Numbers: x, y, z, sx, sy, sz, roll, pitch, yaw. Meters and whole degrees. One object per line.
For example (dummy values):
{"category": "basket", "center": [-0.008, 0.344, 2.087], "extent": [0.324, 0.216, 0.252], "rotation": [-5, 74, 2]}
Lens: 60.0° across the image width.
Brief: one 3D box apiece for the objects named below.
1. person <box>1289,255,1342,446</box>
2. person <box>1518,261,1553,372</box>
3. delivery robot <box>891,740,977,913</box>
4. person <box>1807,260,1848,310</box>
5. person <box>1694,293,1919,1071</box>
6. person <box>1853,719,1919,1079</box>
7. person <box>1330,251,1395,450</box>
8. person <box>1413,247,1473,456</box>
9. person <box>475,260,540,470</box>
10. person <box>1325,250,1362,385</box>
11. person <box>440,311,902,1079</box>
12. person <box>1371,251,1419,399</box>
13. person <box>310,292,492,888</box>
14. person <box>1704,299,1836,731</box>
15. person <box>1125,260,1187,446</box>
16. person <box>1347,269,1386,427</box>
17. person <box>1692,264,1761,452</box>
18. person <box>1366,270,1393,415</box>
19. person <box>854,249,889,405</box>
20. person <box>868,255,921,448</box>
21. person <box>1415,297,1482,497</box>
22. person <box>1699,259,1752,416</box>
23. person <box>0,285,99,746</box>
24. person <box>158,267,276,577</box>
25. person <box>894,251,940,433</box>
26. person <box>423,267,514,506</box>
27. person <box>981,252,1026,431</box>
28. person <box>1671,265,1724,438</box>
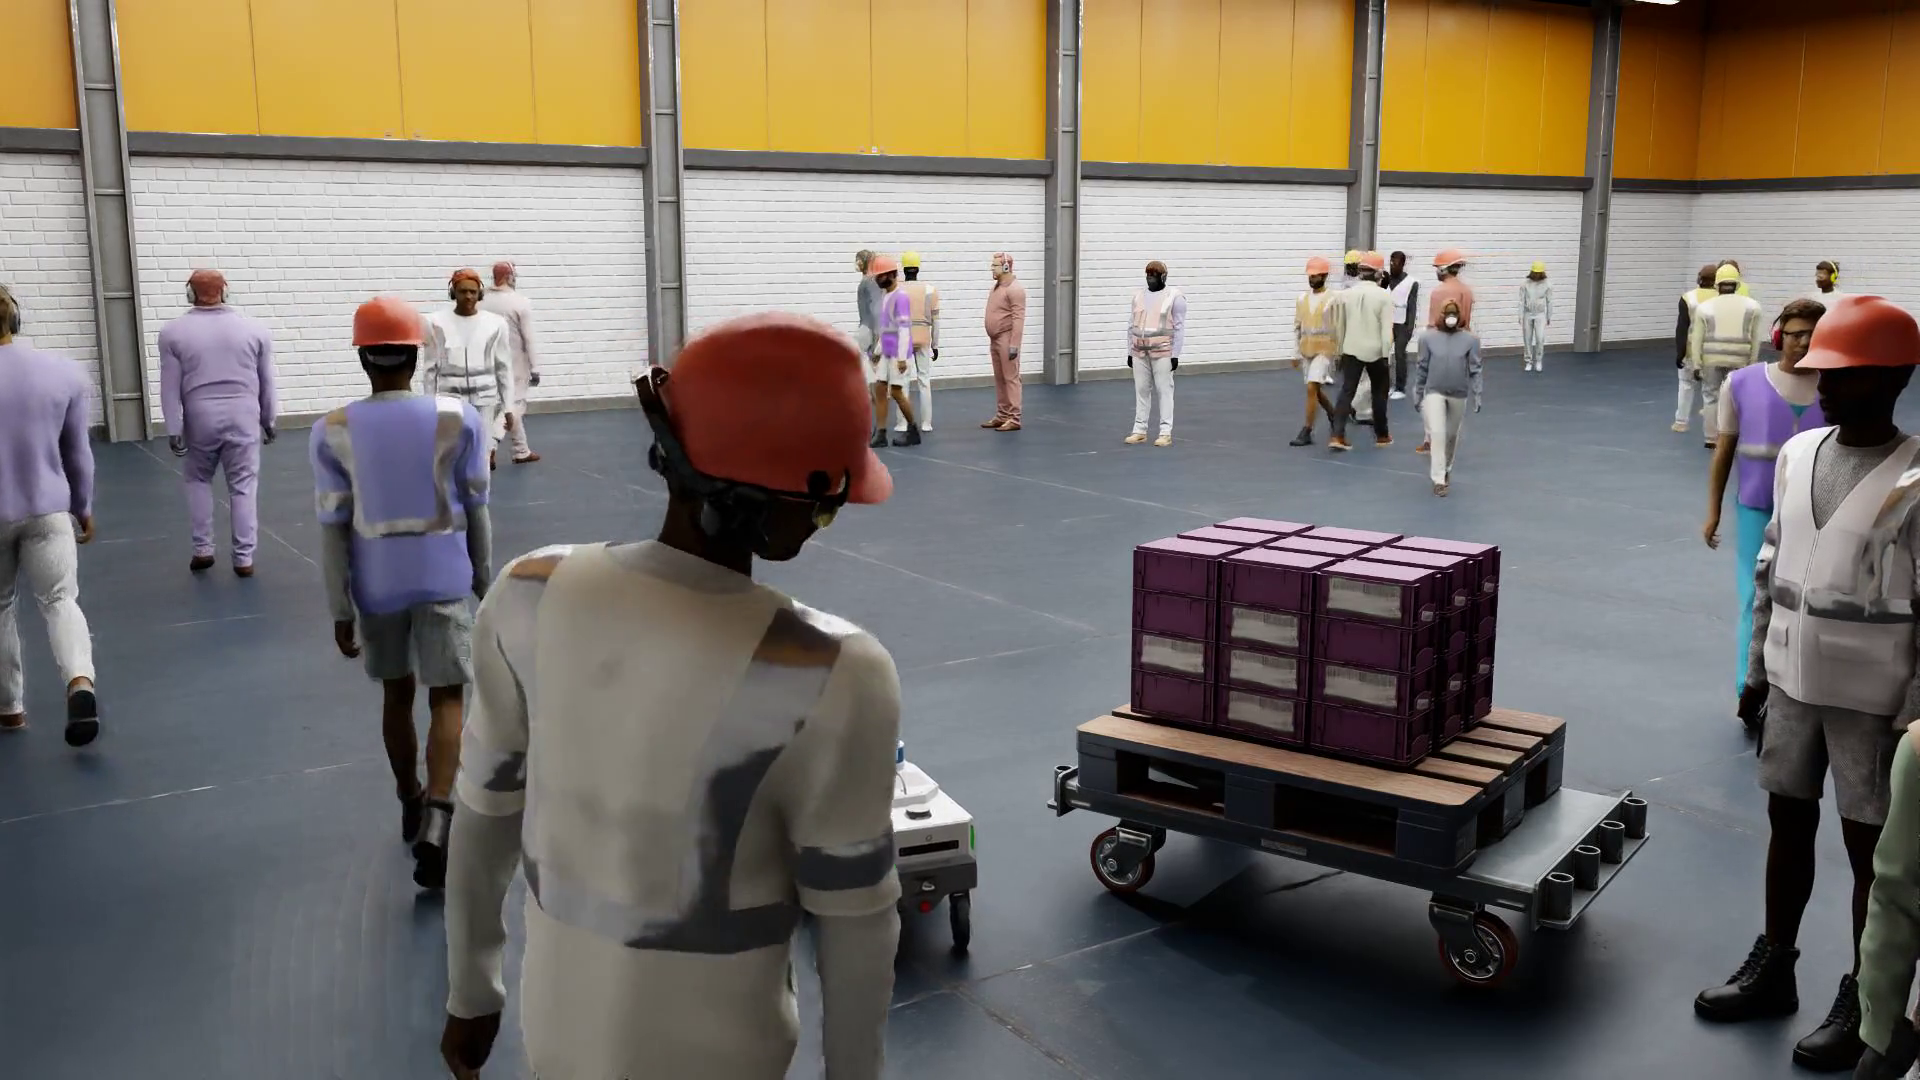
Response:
{"category": "person", "center": [3.651, -1.909, 16.757], "extent": [0.901, 1.908, 0.545], "rotation": [-9, 14, -41]}
{"category": "person", "center": [8.854, -3.440, 25.664], "extent": [0.495, 1.703, 0.789], "rotation": [4, 11, 22]}
{"category": "delivery robot", "center": [-0.218, 0.847, 5.046], "extent": [0.477, 0.478, 0.707], "rotation": [-4, 11, -22]}
{"category": "person", "center": [8.981, -1.965, 17.222], "extent": [0.754, 1.844, 0.543], "rotation": [-3, 11, -18]}
{"category": "person", "center": [2.199, 0.359, 4.183], "extent": [0.365, 1.939, 0.542], "rotation": [-4, 11, -23]}
{"category": "person", "center": [1.636, 0.815, 2.509], "extent": [0.521, 1.638, 0.311], "rotation": [5, 11, 24]}
{"category": "person", "center": [3.949, -1.847, 16.275], "extent": [0.633, 1.947, 1.016], "rotation": [9, 14, 40]}
{"category": "person", "center": [4.552, -1.772, 15.739], "extent": [0.665, 1.975, 0.502], "rotation": [-9, 14, -40]}
{"category": "person", "center": [-4.098, -1.580, 14.992], "extent": [0.653, 1.877, 0.866], "rotation": [5, 12, 26]}
{"category": "person", "center": [5.396, -3.065, 23.090], "extent": [0.945, 1.880, 0.617], "rotation": [-6, 12, -32]}
{"category": "person", "center": [-0.402, 0.688, 2.262], "extent": [0.725, 1.985, 0.450], "rotation": [6, 12, 30]}
{"category": "person", "center": [5.531, -2.734, 21.256], "extent": [0.603, 1.897, 0.615], "rotation": [-9, 14, -40]}
{"category": "person", "center": [-1.807, 0.154, 5.417], "extent": [0.540, 1.910, 0.917], "rotation": [-2, 11, -10]}
{"category": "person", "center": [3.473, -0.086, 6.956], "extent": [0.600, 1.807, 0.881], "rotation": [3, 11, 16]}
{"category": "person", "center": [1.934, -1.863, 16.628], "extent": [0.627, 1.846, 0.429], "rotation": [7, 13, 35]}
{"category": "person", "center": [4.380, -2.106, 18.032], "extent": [0.494, 1.812, 0.611], "rotation": [-3, 11, -17]}
{"category": "person", "center": [7.324, -1.723, 15.929], "extent": [0.605, 1.819, 0.610], "rotation": [3, 11, 18]}
{"category": "person", "center": [4.894, -2.307, 19.460], "extent": [0.315, 1.696, 0.541], "rotation": [7, 12, 32]}
{"category": "person", "center": [-1.211, -2.608, 20.487], "extent": [0.717, 1.915, 0.655], "rotation": [0, 10, -1]}
{"category": "person", "center": [-0.710, -1.856, 16.467], "extent": [0.650, 1.900, 0.599], "rotation": [-5, 11, -25]}
{"category": "person", "center": [3.986, -1.187, 13.598], "extent": [0.510, 1.597, 0.832], "rotation": [2, 10, 9]}
{"category": "person", "center": [8.761, -2.292, 19.028], "extent": [0.640, 1.821, 0.584], "rotation": [-5, 11, -24]}
{"category": "person", "center": [-3.829, -0.090, 6.766], "extent": [0.633, 1.902, 0.856], "rotation": [-8, 13, -38]}
{"category": "person", "center": [-4.553, -0.720, 10.244], "extent": [0.659, 1.885, 0.609], "rotation": [-5, 12, -28]}
{"category": "person", "center": [-0.510, -2.096, 17.667], "extent": [0.587, 1.930, 0.360], "rotation": [-1, 10, -8]}
{"category": "person", "center": [-3.368, -0.930, 11.441], "extent": [0.596, 1.865, 0.445], "rotation": [-4, 11, -19]}
{"category": "person", "center": [0.462, -2.125, 17.888], "extent": [0.400, 1.909, 0.643], "rotation": [-4, 11, -20]}
{"category": "person", "center": [7.811, -1.978, 17.414], "extent": [0.627, 1.798, 0.969], "rotation": [1, 10, 6]}
